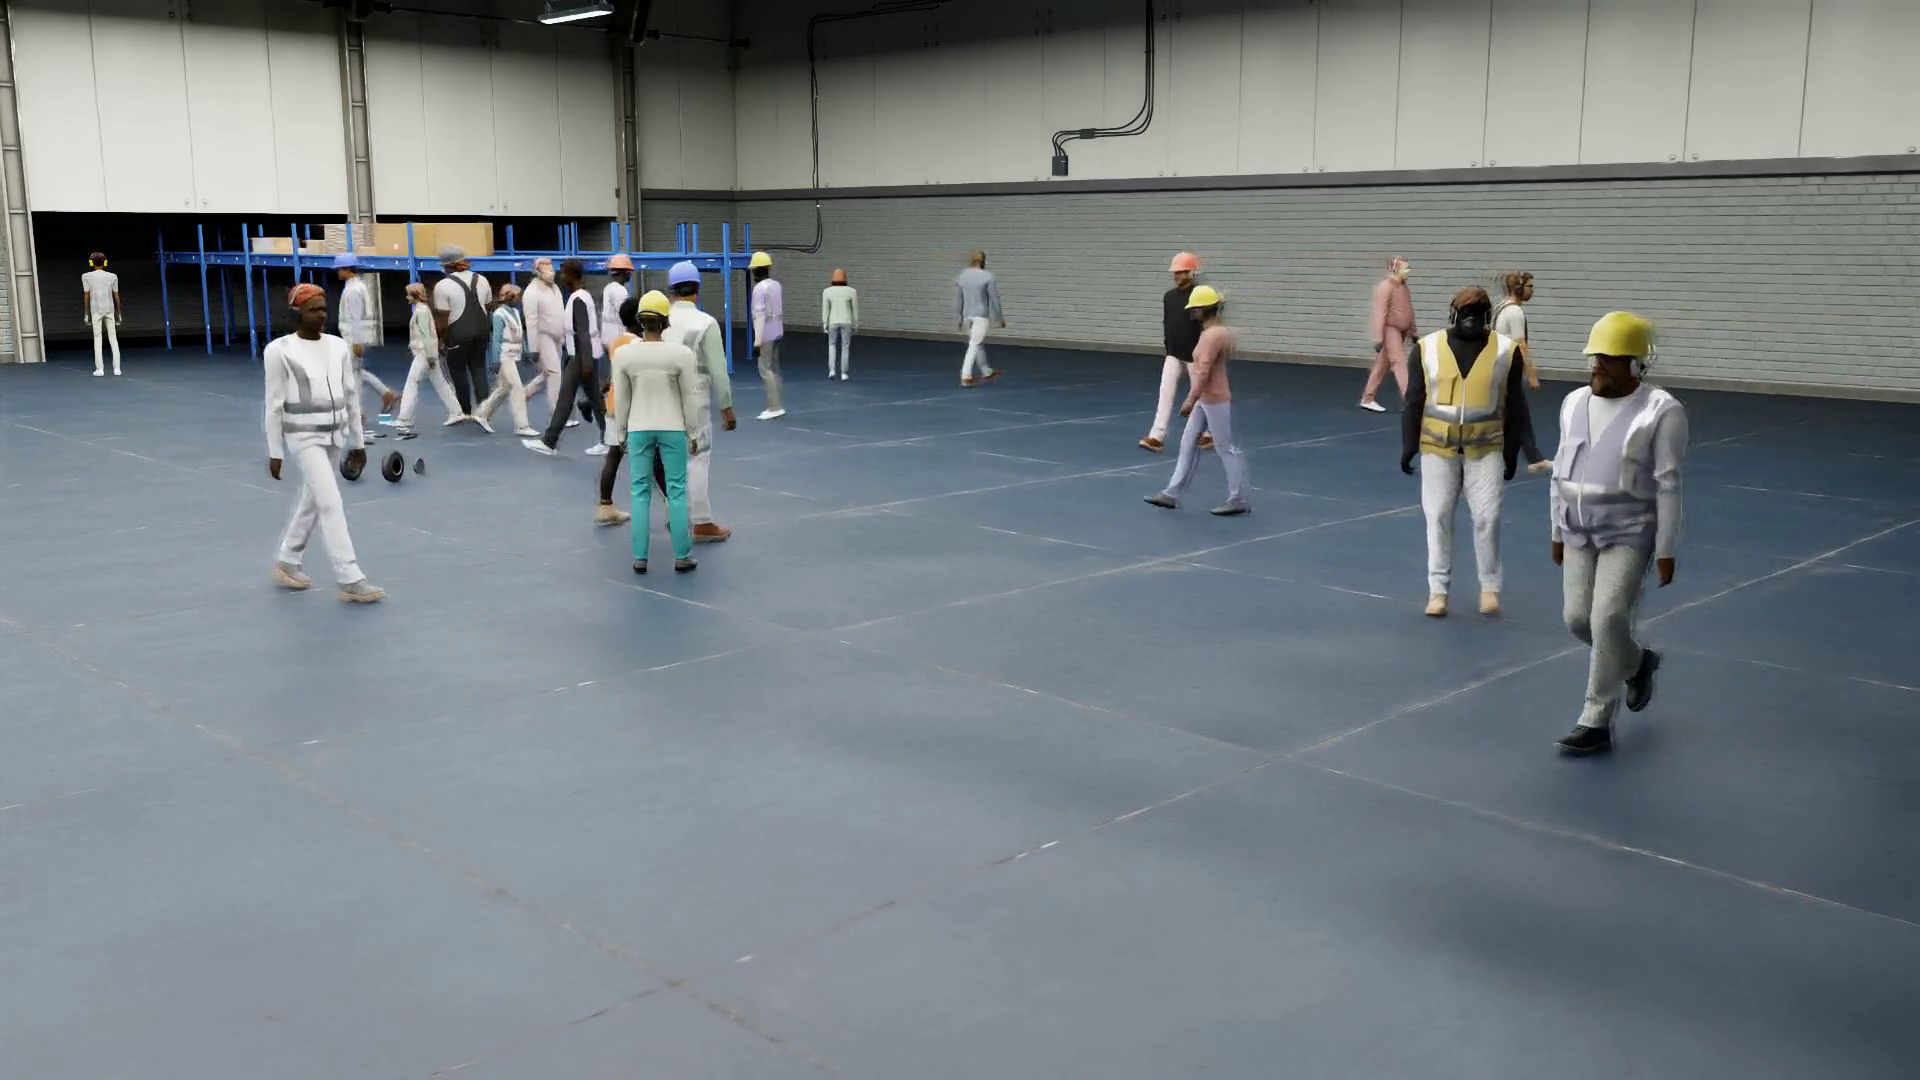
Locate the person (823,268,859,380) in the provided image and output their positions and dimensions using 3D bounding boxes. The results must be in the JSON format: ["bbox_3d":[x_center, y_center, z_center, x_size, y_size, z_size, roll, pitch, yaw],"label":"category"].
[{"bbox_3d":[-1.746,-3.160,24.390,0.519,1.628,0.352,0,10,2],"label":"person"}]

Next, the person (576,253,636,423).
[{"bbox_3d":[-3.919,-2.222,18.495,0.733,1.918,0.561,-5,12,-26],"label":"person"}]

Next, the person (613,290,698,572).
[{"bbox_3d":[-1.907,-0.677,10.472,0.525,1.769,0.316,0,10,-2],"label":"person"}]

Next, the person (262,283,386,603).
[{"bbox_3d":[-3.798,-0.585,9.787,0.963,1.839,0.587,5,12,26],"label":"person"}]

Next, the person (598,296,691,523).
[{"bbox_3d":[-2.337,-0.966,12.312,0.845,1.651,0.550,-9,14,-40],"label":"person"}]

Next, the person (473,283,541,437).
[{"bbox_3d":[-4.861,-1.918,17.653,0.760,1.610,0.517,1,10,3],"label":"person"}]

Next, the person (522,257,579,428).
[{"bbox_3d":[-4.648,-2.192,18.431,0.757,1.878,0.657,2,11,11],"label":"person"}]

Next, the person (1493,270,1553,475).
[{"bbox_3d":[4.895,-1.432,14.492,0.919,1.802,0.528,2,11,11],"label":"person"}]

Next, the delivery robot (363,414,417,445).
[{"bbox_3d":[-5.058,-0.990,14.631,0.335,0.223,0.698,3,11,14],"label":"delivery robot"}]

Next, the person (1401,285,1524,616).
[{"bbox_3d":[2.801,-0.498,9.310,0.650,1.839,0.463,4,11,19],"label":"person"}]

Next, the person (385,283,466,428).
[{"bbox_3d":[-5.918,-2.046,18.407,0.842,1.594,0.496,-2,11,-12],"label":"person"}]

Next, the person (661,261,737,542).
[{"bbox_3d":[-1.887,-0.955,11.536,0.675,1.930,0.428,6,12,31],"label":"person"}]

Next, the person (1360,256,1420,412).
[{"bbox_3d":[5.213,-2.429,19.771,0.990,1.854,0.660,7,13,35],"label":"person"}]

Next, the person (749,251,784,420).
[{"bbox_3d":[-2.250,-2.368,19.265,0.387,1.928,0.595,3,11,18],"label":"person"}]

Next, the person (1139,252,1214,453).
[{"bbox_3d":[2.188,-1.827,16.269,1.017,1.938,0.641,-10,14,-43],"label":"person"}]

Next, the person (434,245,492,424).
[{"bbox_3d":[-5.576,-2.307,18.723,0.620,2.000,0.767,8,13,39],"label":"person"}]

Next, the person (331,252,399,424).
[{"bbox_3d":[-6.746,-2.277,18.760,0.597,1.928,0.663,-2,11,-11],"label":"person"}]

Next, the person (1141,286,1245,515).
[{"bbox_3d":[1.791,-1.044,12.589,0.852,1.726,0.527,0,10,0],"label":"person"}]

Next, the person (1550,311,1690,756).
[{"bbox_3d":[2.755,-0.047,6.932,0.714,1.813,0.601,-6,12,-31],"label":"person"}]

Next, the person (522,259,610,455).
[{"bbox_3d":[-3.773,-1.749,15.999,0.948,1.872,0.627,-2,11,-9],"label":"person"}]

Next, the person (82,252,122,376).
[{"bbox_3d":[-12.997,-3.424,25.198,0.519,1.865,0.318,-8,13,-37],"label":"person"}]

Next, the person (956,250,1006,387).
[{"bbox_3d":[0.301,-3.123,23.464,0.651,1.886,1.024,9,14,42],"label":"person"}]
